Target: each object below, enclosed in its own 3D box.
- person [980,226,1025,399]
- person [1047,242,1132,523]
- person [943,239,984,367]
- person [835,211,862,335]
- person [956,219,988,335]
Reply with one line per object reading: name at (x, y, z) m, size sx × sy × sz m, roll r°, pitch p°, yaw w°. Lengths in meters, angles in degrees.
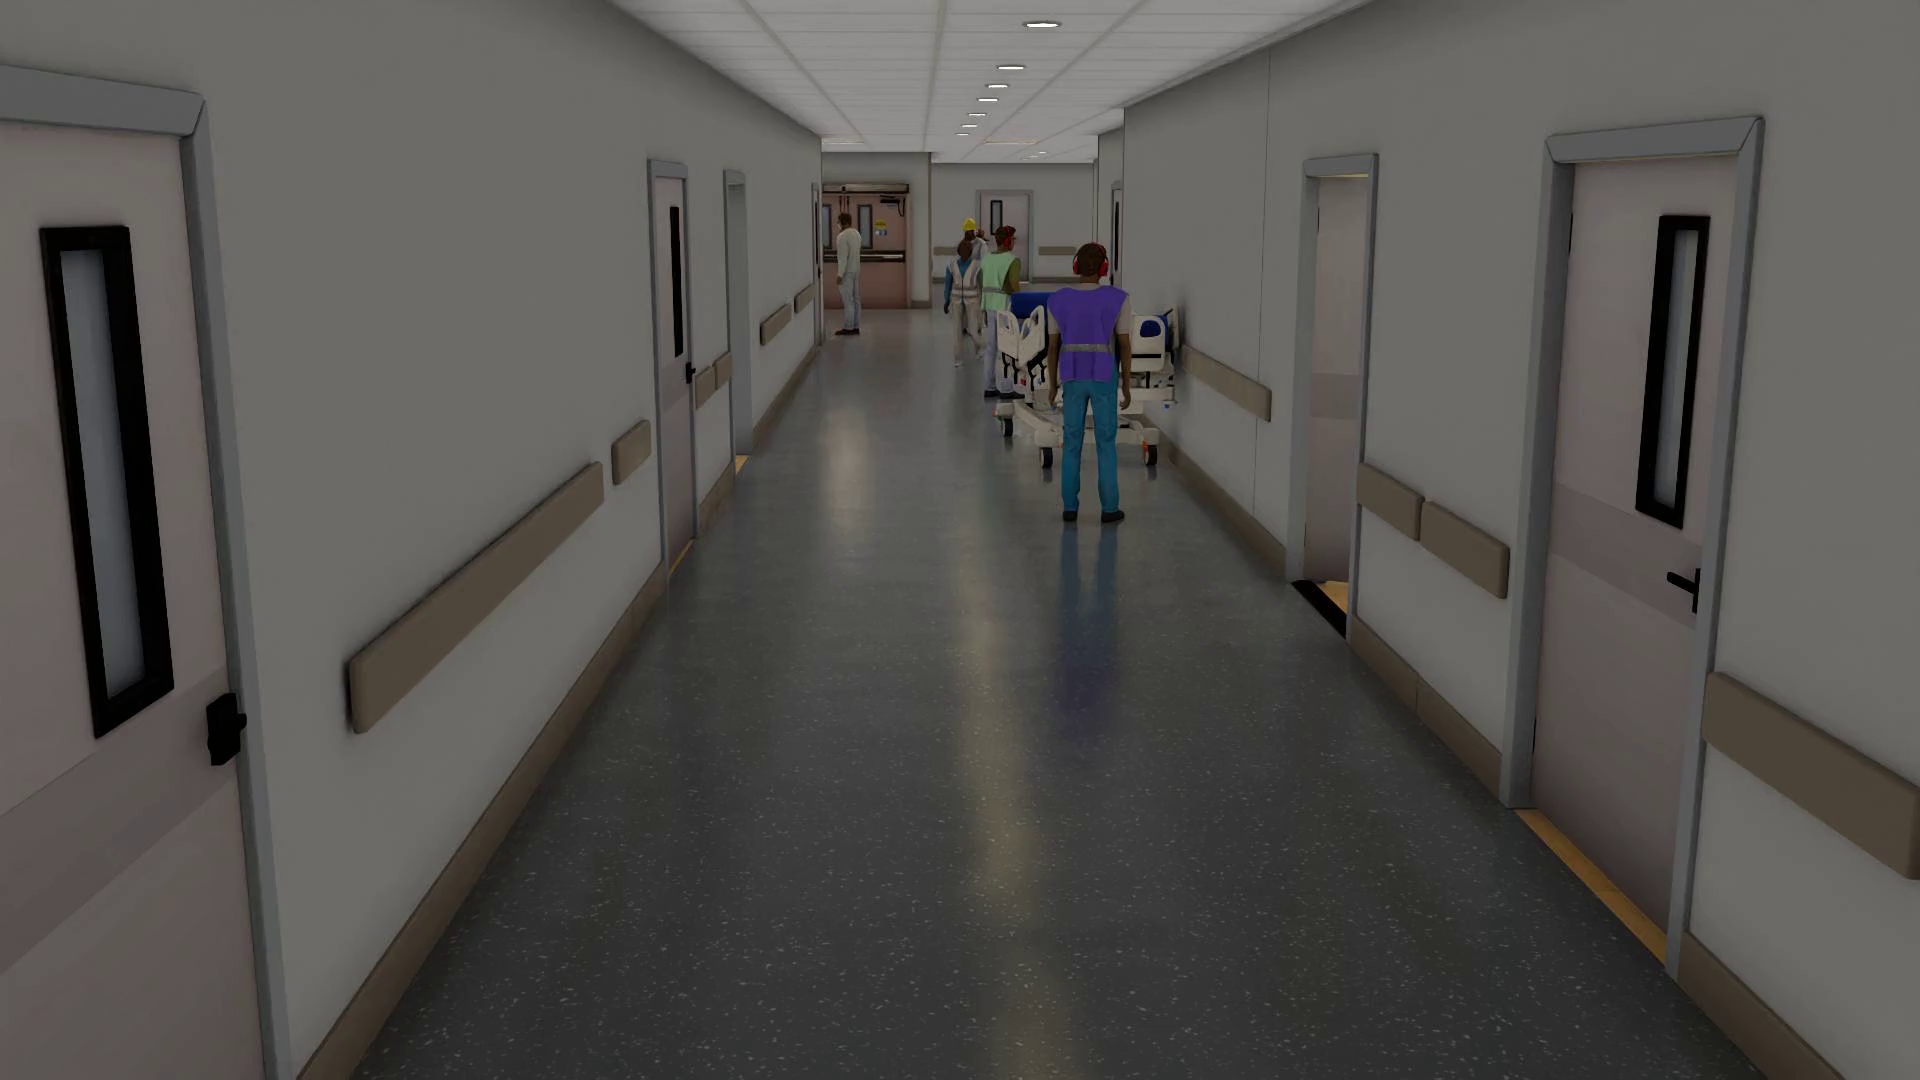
person at (0.432, -2.434, 17.835) m, size 0.375 × 1.844 × 0.567 m, roll -10°, pitch 15°, yaw -39°
person at (0.849, -1.027, 10.977) m, size 0.563 × 1.848 × 0.391 m, roll 3°, pitch 12°, yaw 14°
person at (0.083, -3.036, 21.318) m, size 0.541 × 1.622 × 0.455 m, roll 3°, pitch 12°, yaw 14°
person at (-1.768, -4.189, 26.170) m, size 0.373 × 1.935 × 0.628 m, roll 4°, pitch 12°, yaw 21°
person at (0.161, -4.132, 26.173) m, size 0.591 × 1.824 × 0.403 m, roll 9°, pitch 15°, yaw 37°
